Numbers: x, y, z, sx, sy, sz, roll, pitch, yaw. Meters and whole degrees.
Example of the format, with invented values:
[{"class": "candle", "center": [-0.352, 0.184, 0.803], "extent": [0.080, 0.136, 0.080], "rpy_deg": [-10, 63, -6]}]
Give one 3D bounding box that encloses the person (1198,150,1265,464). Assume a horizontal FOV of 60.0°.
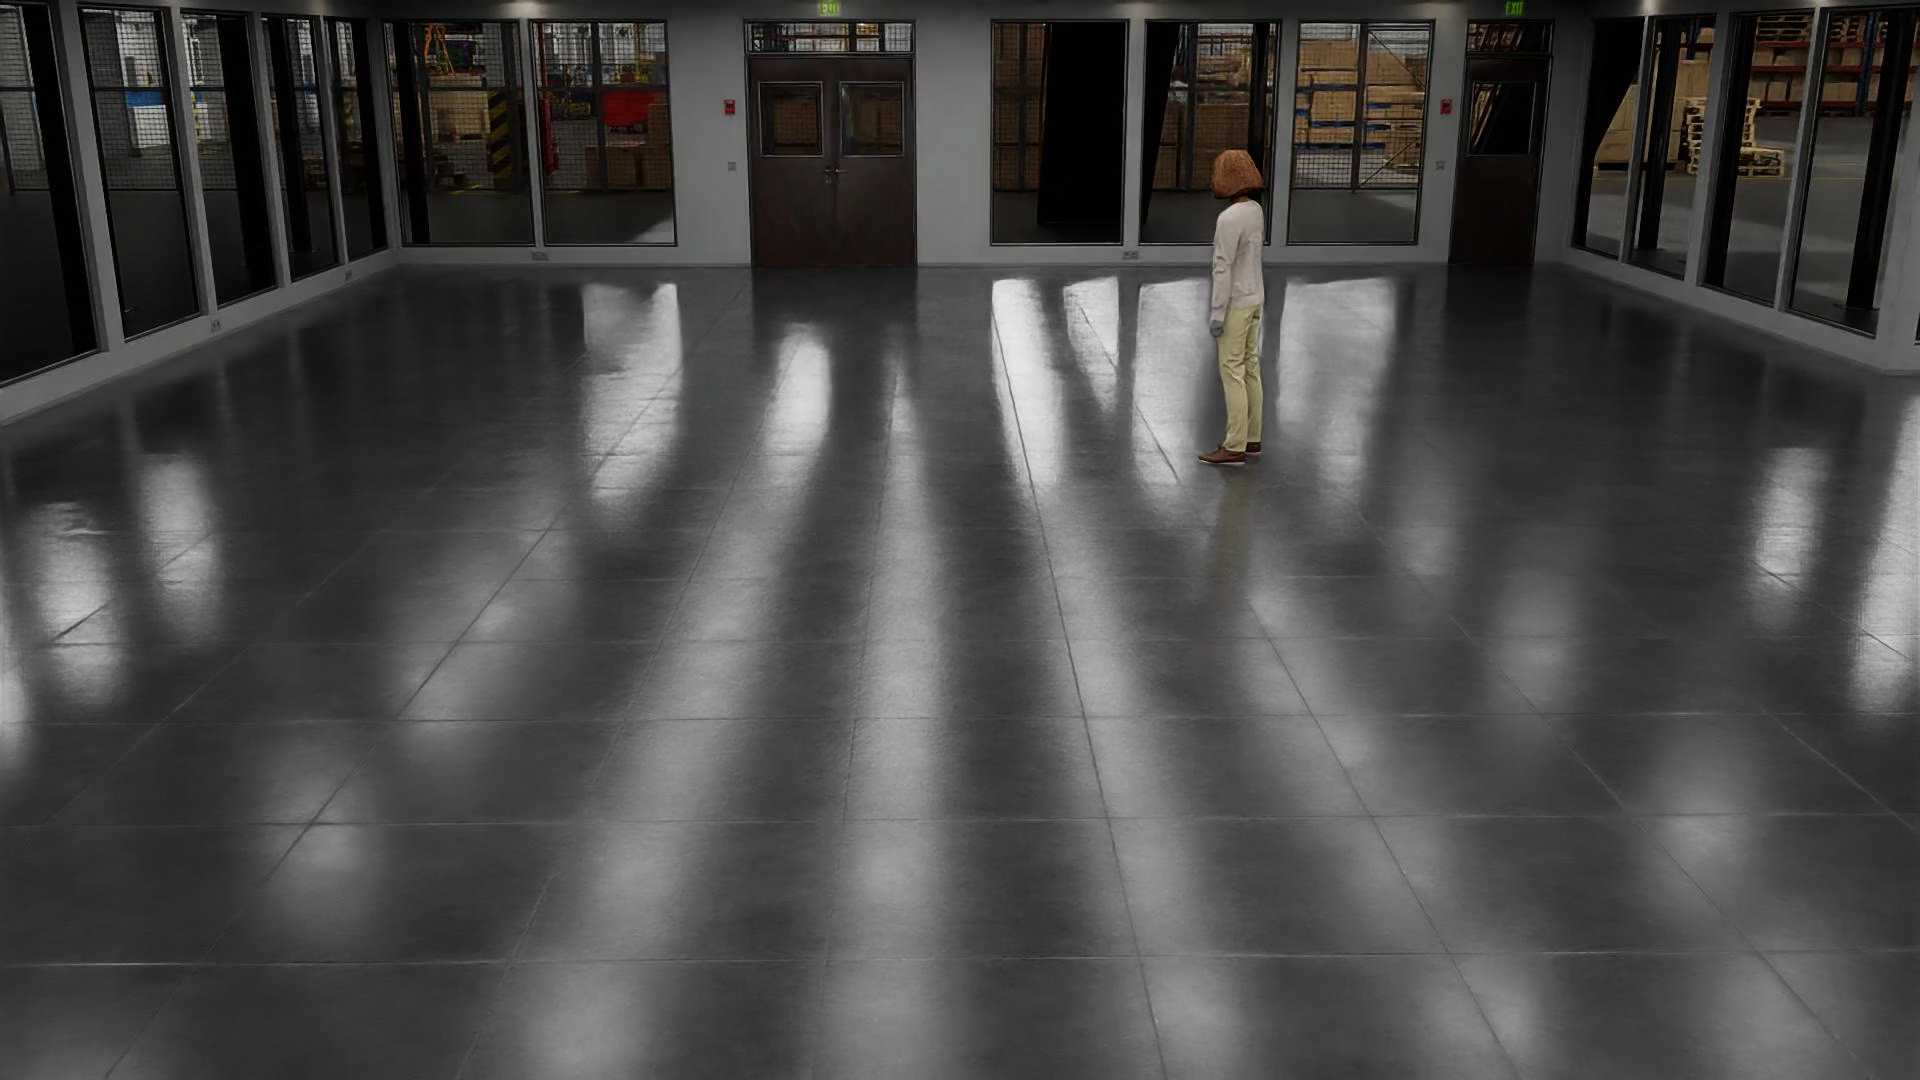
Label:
[{"class": "person", "center": [1.442, -1.213, 8.730], "extent": [0.286, 1.625, 0.496], "rpy_deg": [9, 18, 27]}]
